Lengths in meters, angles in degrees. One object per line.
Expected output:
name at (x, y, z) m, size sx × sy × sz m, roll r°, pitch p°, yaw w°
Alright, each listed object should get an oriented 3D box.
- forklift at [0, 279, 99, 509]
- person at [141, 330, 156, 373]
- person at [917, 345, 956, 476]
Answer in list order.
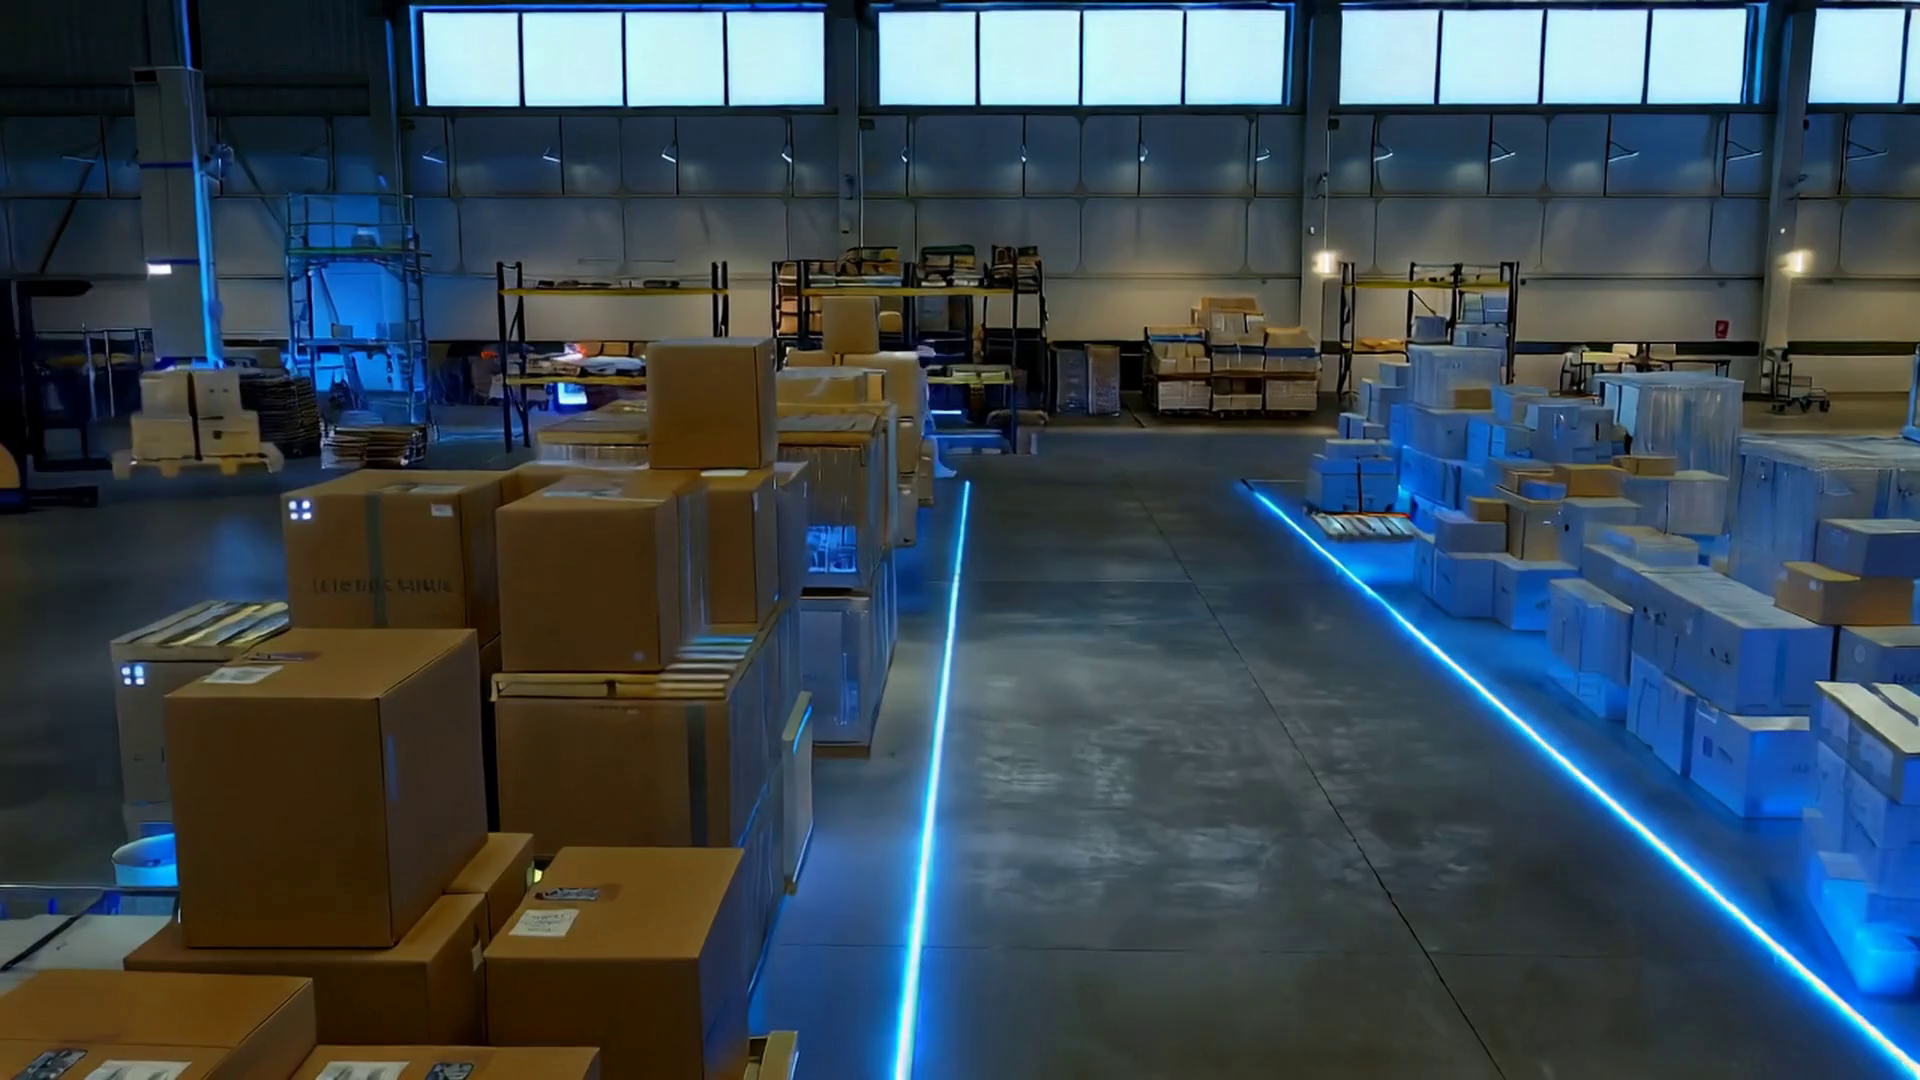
forklift at (-11.693, -1.782, 20.308) m, size 1.873 × 2.768 × 1.129 m, roll -5°, pitch 11°, yaw -26°
person at (-13.408, -2.547, 27.781) m, size 0.634 × 1.913 × 0.662 m, roll 5°, pitch 11°, yaw 27°
person at (-0.598, -1.810, 23.485) m, size 1.026 × 1.887 × 0.542 m, roll -3°, pitch 10°, yaw -20°
